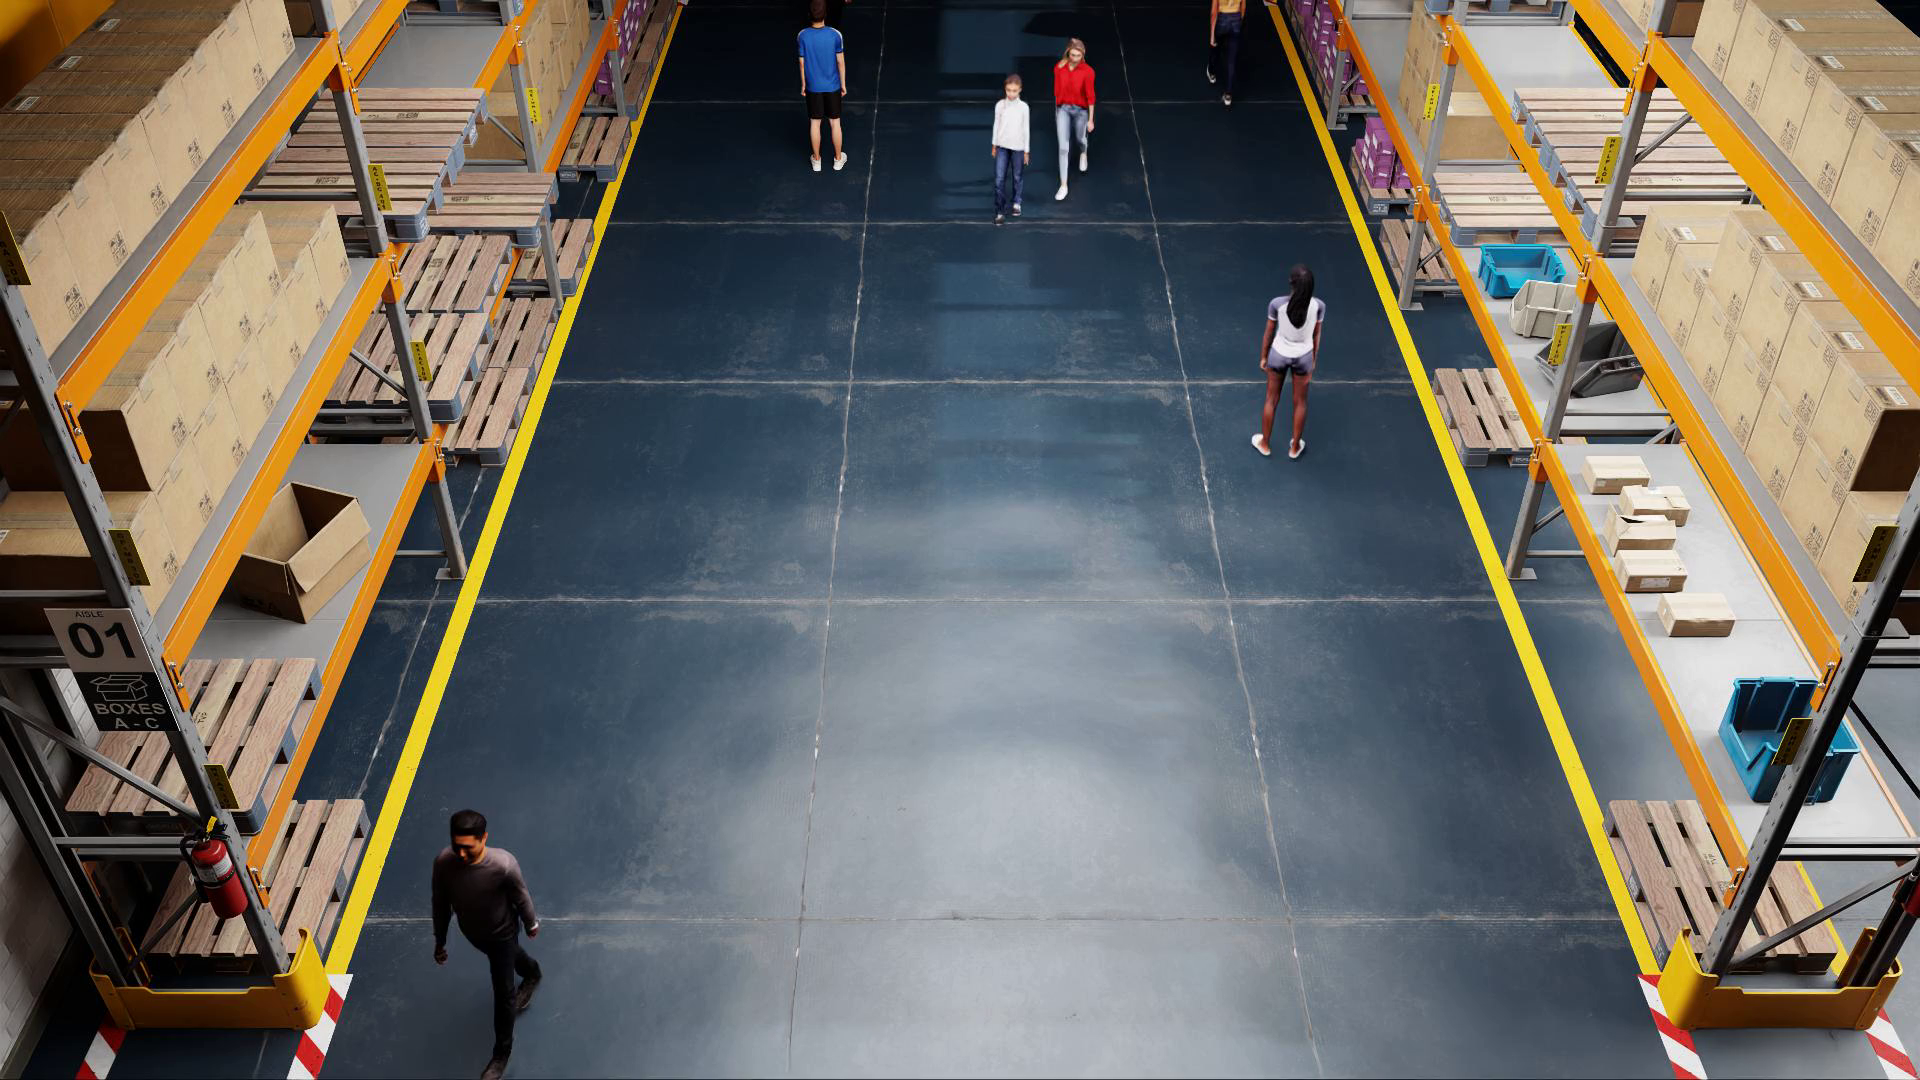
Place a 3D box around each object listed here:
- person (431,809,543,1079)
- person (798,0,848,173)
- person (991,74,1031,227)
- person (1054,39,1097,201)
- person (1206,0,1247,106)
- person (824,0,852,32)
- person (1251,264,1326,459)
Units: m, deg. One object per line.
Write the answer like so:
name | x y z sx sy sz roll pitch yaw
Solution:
person | -2.542 2.060 9.153 1.147 1.731 0.836 1 39 1
person | -1.462 -4.844 17.690 0.658 1.866 0.587 -3 39 -4
person | 0.538 -4.026 16.930 0.609 1.536 0.828 4 39 5
person | 1.205 -4.473 17.396 0.875 1.654 1.261 10 40 12
person | 3.093 -5.798 19.115 0.563 1.578 1.128 0 39 0
person | -1.580 -6.655 20.120 0.684 1.663 0.667 -11 40 -13
person | 2.693 -1.461 13.576 0.633 1.714 0.576 4 39 5
